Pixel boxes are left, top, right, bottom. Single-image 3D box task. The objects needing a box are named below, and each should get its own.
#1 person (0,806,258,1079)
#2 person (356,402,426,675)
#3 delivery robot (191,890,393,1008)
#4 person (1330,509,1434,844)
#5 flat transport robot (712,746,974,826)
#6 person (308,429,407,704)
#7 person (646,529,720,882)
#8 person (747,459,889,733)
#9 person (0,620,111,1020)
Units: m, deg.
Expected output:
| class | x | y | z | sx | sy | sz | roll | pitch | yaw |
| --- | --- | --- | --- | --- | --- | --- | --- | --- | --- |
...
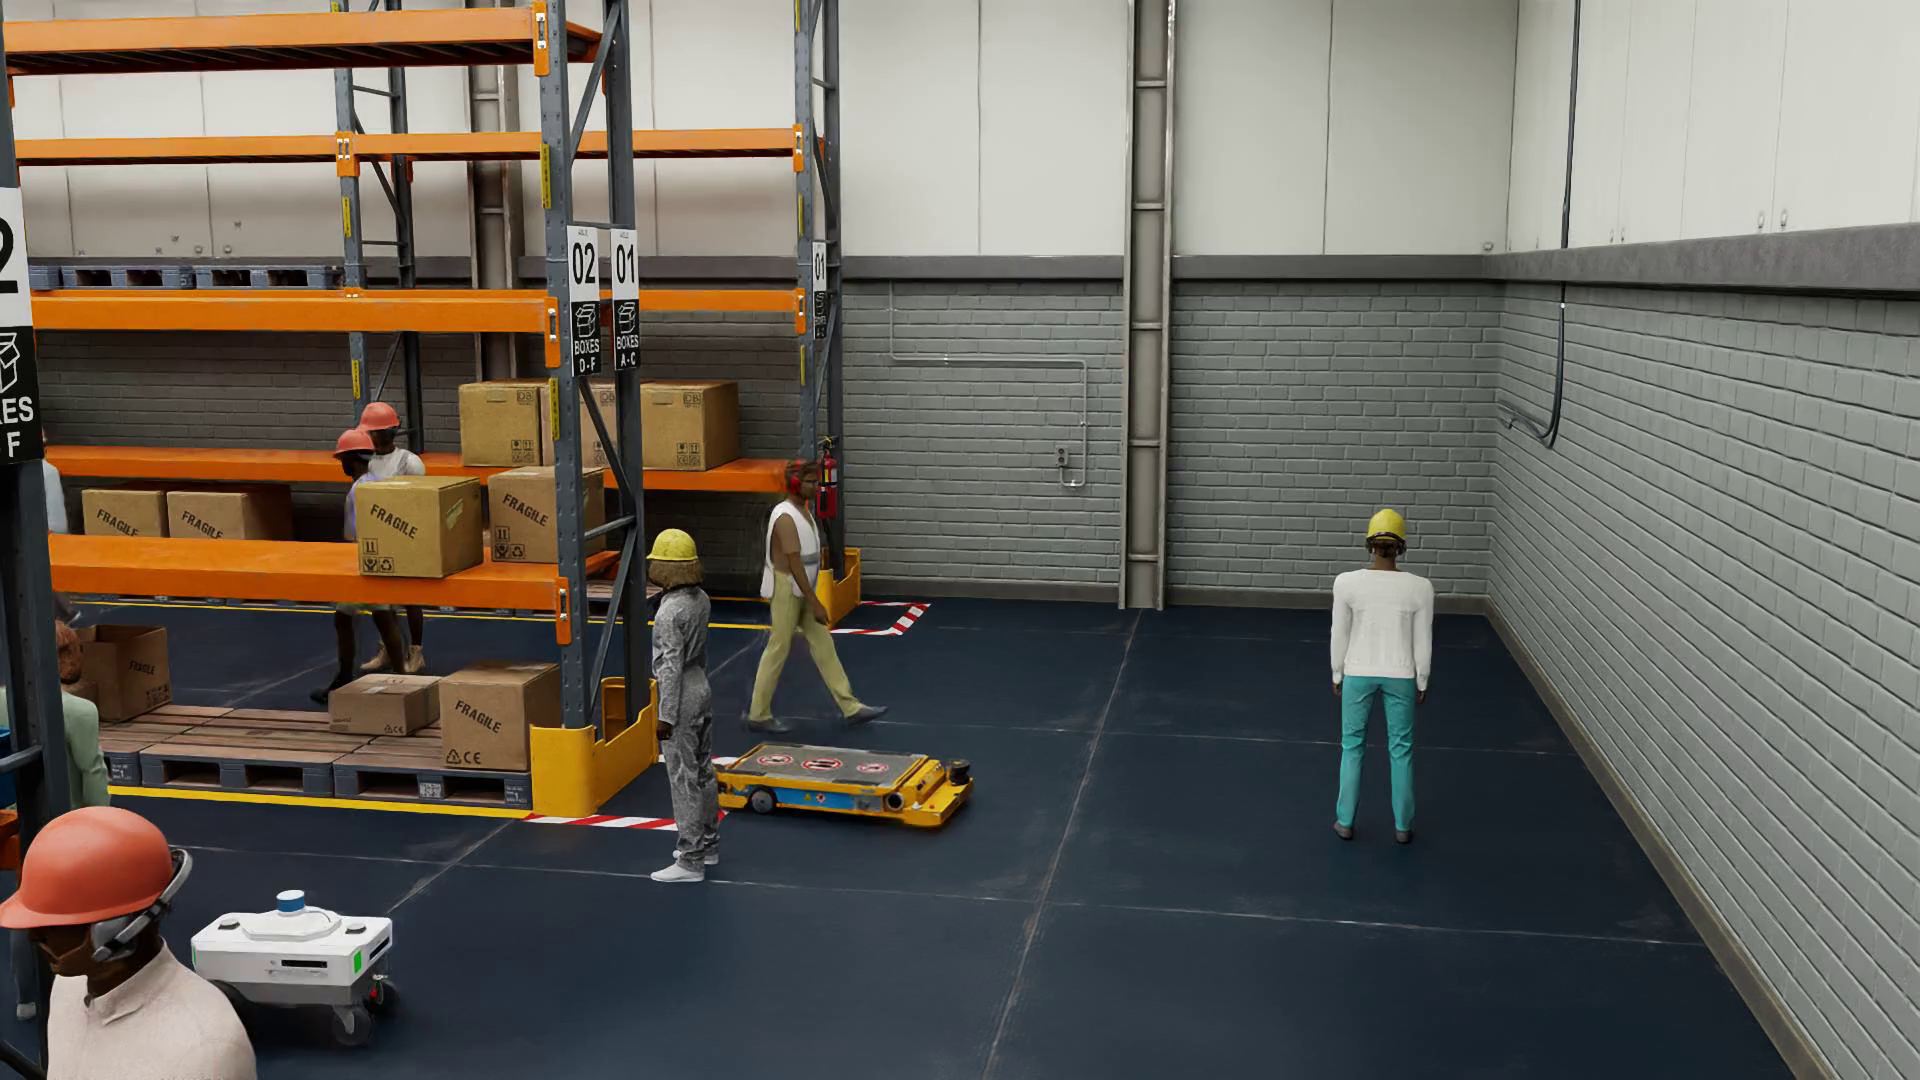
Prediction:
| class | x | y | z | sx | sy | sz | roll | pitch | yaw |
| --- | --- | --- | --- | --- | --- | --- | --- | --- | --- |
| person | -1.593 | 1.476 | 3.277 | 0.612 | 1.991 | 0.391 | 6 | 11 | 35 |
| person | -4.222 | 0.002 | 12.270 | 0.614 | 2.039 | 0.390 | 4 | 10 | 24 |
| delivery robot | -2.614 | 1.621 | 6.534 | 0.707 | 0.478 | 0.477 | 1 | 9 | 4 |
| person | 2.206 | 0.712 | 8.752 | 0.520 | 1.758 | 0.343 | 2 | 9 | 13 |
| flat transport robot | -0.697 | 1.355 | 9.352 | 1.431 | 0.197 | 0.652 | 3 | 10 | 16 |
| person | -4.211 | 0.194 | 11.520 | 0.809 | 1.896 | 0.562 | -1 | 9 | -6 |
| person | -1.383 | 0.808 | 8.190 | 0.308 | 1.742 | 0.494 | 2 | 9 | 12 |
| person | -0.962 | 0.378 | 10.686 | 0.935 | 1.795 | 0.581 | 2 | 9 | 10 |
| person | -3.598 | 1.124 | 6.613 | 0.505 | 1.623 | 0.286 | 2 | 9 | 14 |
